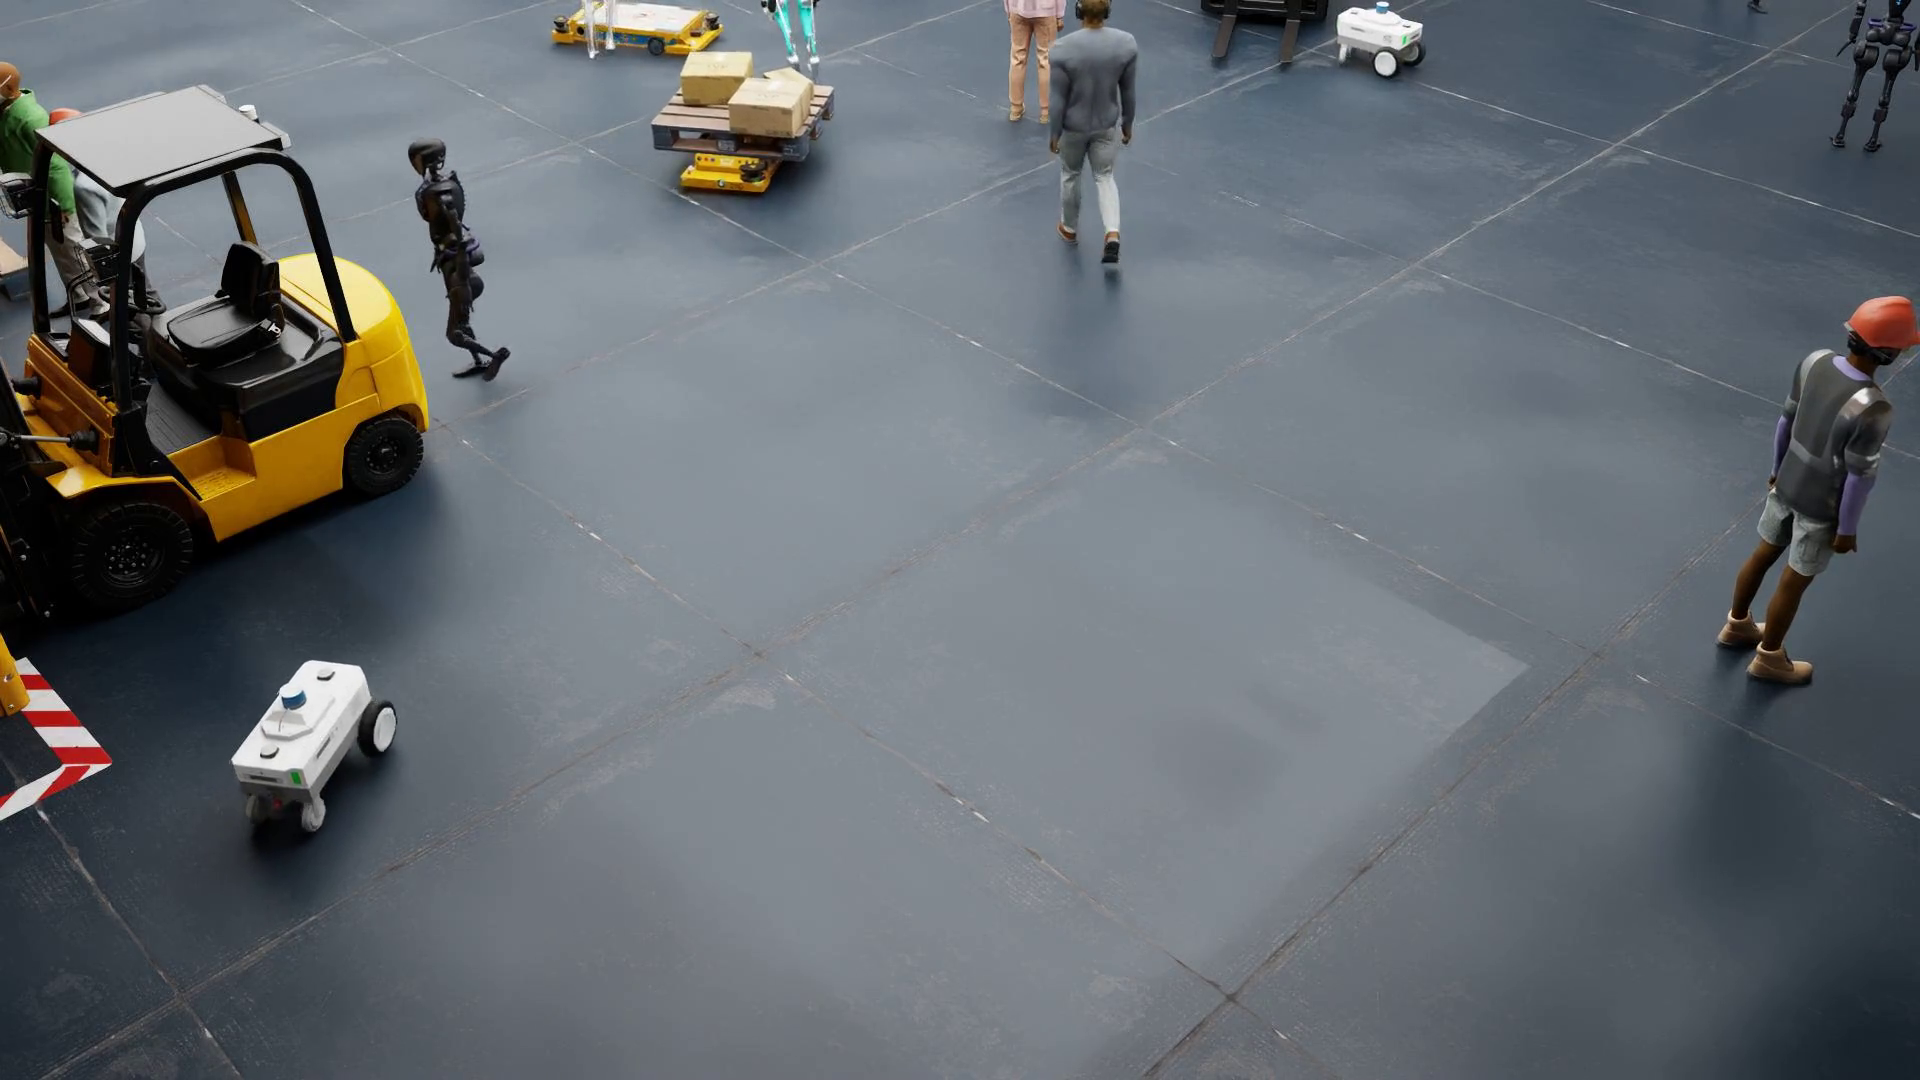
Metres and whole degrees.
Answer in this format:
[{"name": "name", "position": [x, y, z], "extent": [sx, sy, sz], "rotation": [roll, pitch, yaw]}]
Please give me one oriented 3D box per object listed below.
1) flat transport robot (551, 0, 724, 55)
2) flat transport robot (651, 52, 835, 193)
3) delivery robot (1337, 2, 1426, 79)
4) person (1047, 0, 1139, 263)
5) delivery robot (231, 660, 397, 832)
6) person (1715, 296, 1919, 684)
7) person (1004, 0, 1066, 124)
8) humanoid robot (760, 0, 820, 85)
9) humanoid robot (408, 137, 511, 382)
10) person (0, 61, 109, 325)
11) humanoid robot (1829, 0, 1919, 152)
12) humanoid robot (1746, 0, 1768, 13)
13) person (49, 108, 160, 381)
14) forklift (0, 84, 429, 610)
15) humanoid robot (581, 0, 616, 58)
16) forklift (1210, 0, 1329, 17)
[{"name": "flat transport robot", "position": [-2.971, -4.722, 15.318], "extent": [1.431, 0.231, 0.659], "rotation": [9, 38, 12]}, {"name": "flat transport robot", "position": [-1.691, -3.159, 13.225], "extent": [0.659, 0.231, 1.431], "rotation": [7, 37, 9]}, {"name": "delivery robot", "position": [3.717, -4.422, 14.694], "extent": [0.785, 0.614, 0.525], "rotation": [27, 45, 32]}, {"name": "person", "position": [0.909, -2.828, 11.415], "extent": [0.635, 1.915, 0.832], "rotation": [-7, 37, -10]}, {"name": "delivery robot", "position": [-2.968, 0.900, 7.544], "extent": [0.499, 0.583, 0.758], "rotation": [6, 37, 8]}, {"name": "person", "position": [4.038, -0.230, 7.824], "extent": [0.387, 2.045, 0.605], "rotation": [-5, 37, -7]}, {"name": "person", "position": [0.594, -4.234, 13.399], "extent": [0.519, 1.784, 0.401], "rotation": [11, 38, 15]}, {"name": "humanoid robot", "position": [-1.338, -4.391, 13.645], "extent": [0.533, 1.795, 0.680], "rotation": [-13, 39, -17]}, {"name": "humanoid robot", "position": [-3.035, -1.686, 10.072], "extent": [0.384, 1.641, 0.616], "rotation": [-20, 41, -25]}, {"name": "person", "position": [-5.877, -2.204, 10.684], "extent": [0.534, 1.784, 0.383], "rotation": [26, 44, 30]}, {"name": "humanoid robot", "position": [7.237, -3.896, 13.023], "extent": [0.599, 1.657, 0.315], "rotation": [17, 40, 22]}, {"name": "humanoid robot", "position": [7.610, -5.873, 15.702], "extent": [0.607, 1.636, 0.617], "rotation": [-8, 38, -11]}, {"name": "person", "position": [-5.186, -1.803, 10.182], "extent": [0.351, 1.739, 0.572], "rotation": [-4, 37, -5]}, {"name": "forklift", "position": [-4.145, -1.093, 8.856], "extent": [2.313, 2.155, 1.214], "rotation": [-31, 47, -34]}, {"name": "humanoid robot", "position": [-3.212, -5.092, 14.600], "extent": [0.541, 1.773, 0.818], "rotation": [0, 37, 0]}, {"name": "forklift", "position": [3.106, -6.400, 15.960], "extent": [1.214, 2.155, 2.313], "rotation": [8, 37, 10]}]
